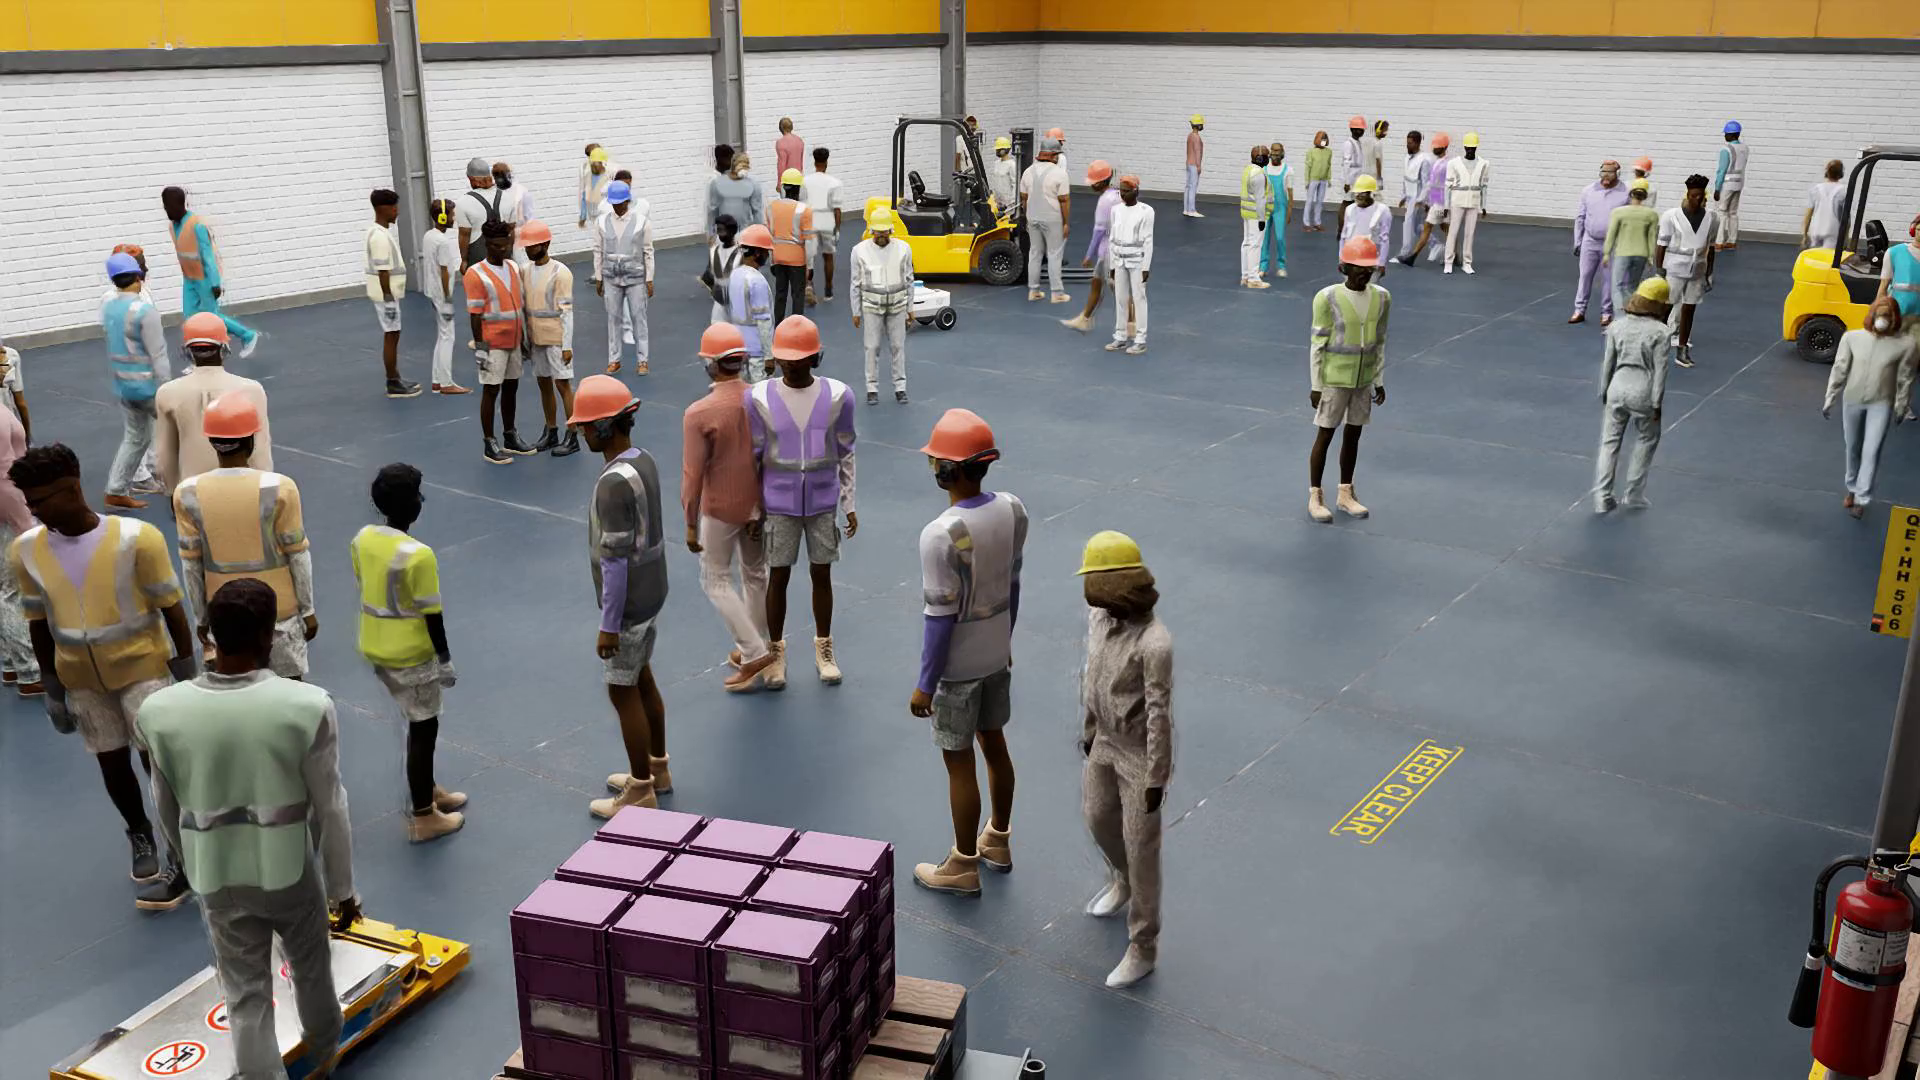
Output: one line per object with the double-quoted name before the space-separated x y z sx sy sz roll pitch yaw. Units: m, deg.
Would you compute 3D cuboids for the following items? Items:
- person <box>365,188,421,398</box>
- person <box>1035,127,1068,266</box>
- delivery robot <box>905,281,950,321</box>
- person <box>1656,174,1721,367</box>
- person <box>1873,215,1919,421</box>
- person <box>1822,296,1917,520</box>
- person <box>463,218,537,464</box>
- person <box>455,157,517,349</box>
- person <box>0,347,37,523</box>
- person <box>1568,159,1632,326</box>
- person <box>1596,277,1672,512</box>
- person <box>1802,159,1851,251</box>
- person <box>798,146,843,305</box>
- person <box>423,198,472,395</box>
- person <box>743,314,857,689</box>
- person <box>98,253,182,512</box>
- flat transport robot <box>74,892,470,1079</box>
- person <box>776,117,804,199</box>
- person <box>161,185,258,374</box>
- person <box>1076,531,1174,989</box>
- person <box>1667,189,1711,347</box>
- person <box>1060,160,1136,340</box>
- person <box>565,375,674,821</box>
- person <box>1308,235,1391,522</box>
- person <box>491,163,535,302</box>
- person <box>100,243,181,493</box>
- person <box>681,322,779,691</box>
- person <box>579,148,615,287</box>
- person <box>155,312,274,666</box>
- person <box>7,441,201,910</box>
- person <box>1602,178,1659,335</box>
"person" -5.375 -2.320 15.651 0.376 1.957 0.609 -6 19 -18
"person" 1.319 -4.889 23.719 0.548 1.934 0.374 17 24 42
"delivery robot" -0.472 -2.715 18.999 0.707 0.478 0.477 -12 21 -33
"person" 7.377 -2.734 16.928 0.613 1.963 0.362 0 18 1
"person" 8.417 -1.983 14.775 0.571 1.843 0.373 2 18 5
"person" 6.498 -0.949 11.944 0.512 1.592 0.831 14 23 38
"person" -3.702 -1.609 13.409 0.365 1.963 0.610 8 19 23
"person" -5.122 -3.079 17.887 0.537 2.000 0.683 16 24 41
"person" -6.071 -0.588 10.393 0.510 1.862 0.326 -17 24 -42
"person" 7.412 -3.431 19.205 0.652 1.906 0.402 11 21 30
"person" 4.913 -1.053 12.053 0.573 1.717 0.509 -14 23 -38
"person" 10.508 -3.704 20.217 0.512 1.820 0.807 16 24 41
"person" -1.748 -3.882 20.574 0.603 1.936 0.883 1 18 2
"person" -4.893 -2.295 15.759 0.349 1.854 0.552 -11 21 -31
"person" -0.841 -0.192 8.857 0.611 2.040 0.393 -3 18 -10
"person" -5.871 -1.111 12.011 0.642 1.900 0.680 12 22 34
"flat transport robot" -2.447 1.691 5.827 0.652 0.197 1.431 7 19 22
"person" -2.670 -5.628 26.031 0.375 1.936 0.627 10 20 29
"person" -7.602 -2.655 16.819 0.620 1.884 0.735 12 21 33
"person" 0.681 0.797 6.299 0.491 1.715 0.588 -11 21 -30
"person" 7.907 -2.983 18.065 0.289 1.746 0.487 6 19 19
"person" 1.592 -3.186 18.345 0.920 1.965 0.625 3 18 9
"person" -1.518 0.264 7.464 0.409 2.027 0.617 0 18 1
"person" 2.774 -1.142 11.825 0.609 2.043 0.397 -6 19 -19
"person" -5.330 -3.519 19.644 0.670 1.822 0.476 1 18 3
"person" -6.193 -1.294 12.576 0.352 1.879 0.578 1 18 2
"person" -1.165 -0.165 8.881 0.644 1.981 0.554 -15 23 -38
"person" -4.755 -4.304 22.140 0.583 1.794 0.945 12 21 32
"person" -4.167 -0.292 9.334 0.620 1.951 1.013 -3 18 -10
"person" -3.422 0.547 6.751 0.693 1.942 0.516 -2 18 -6
"person" 7.542 -3.173 18.691 0.565 1.727 0.676 2 18 5
